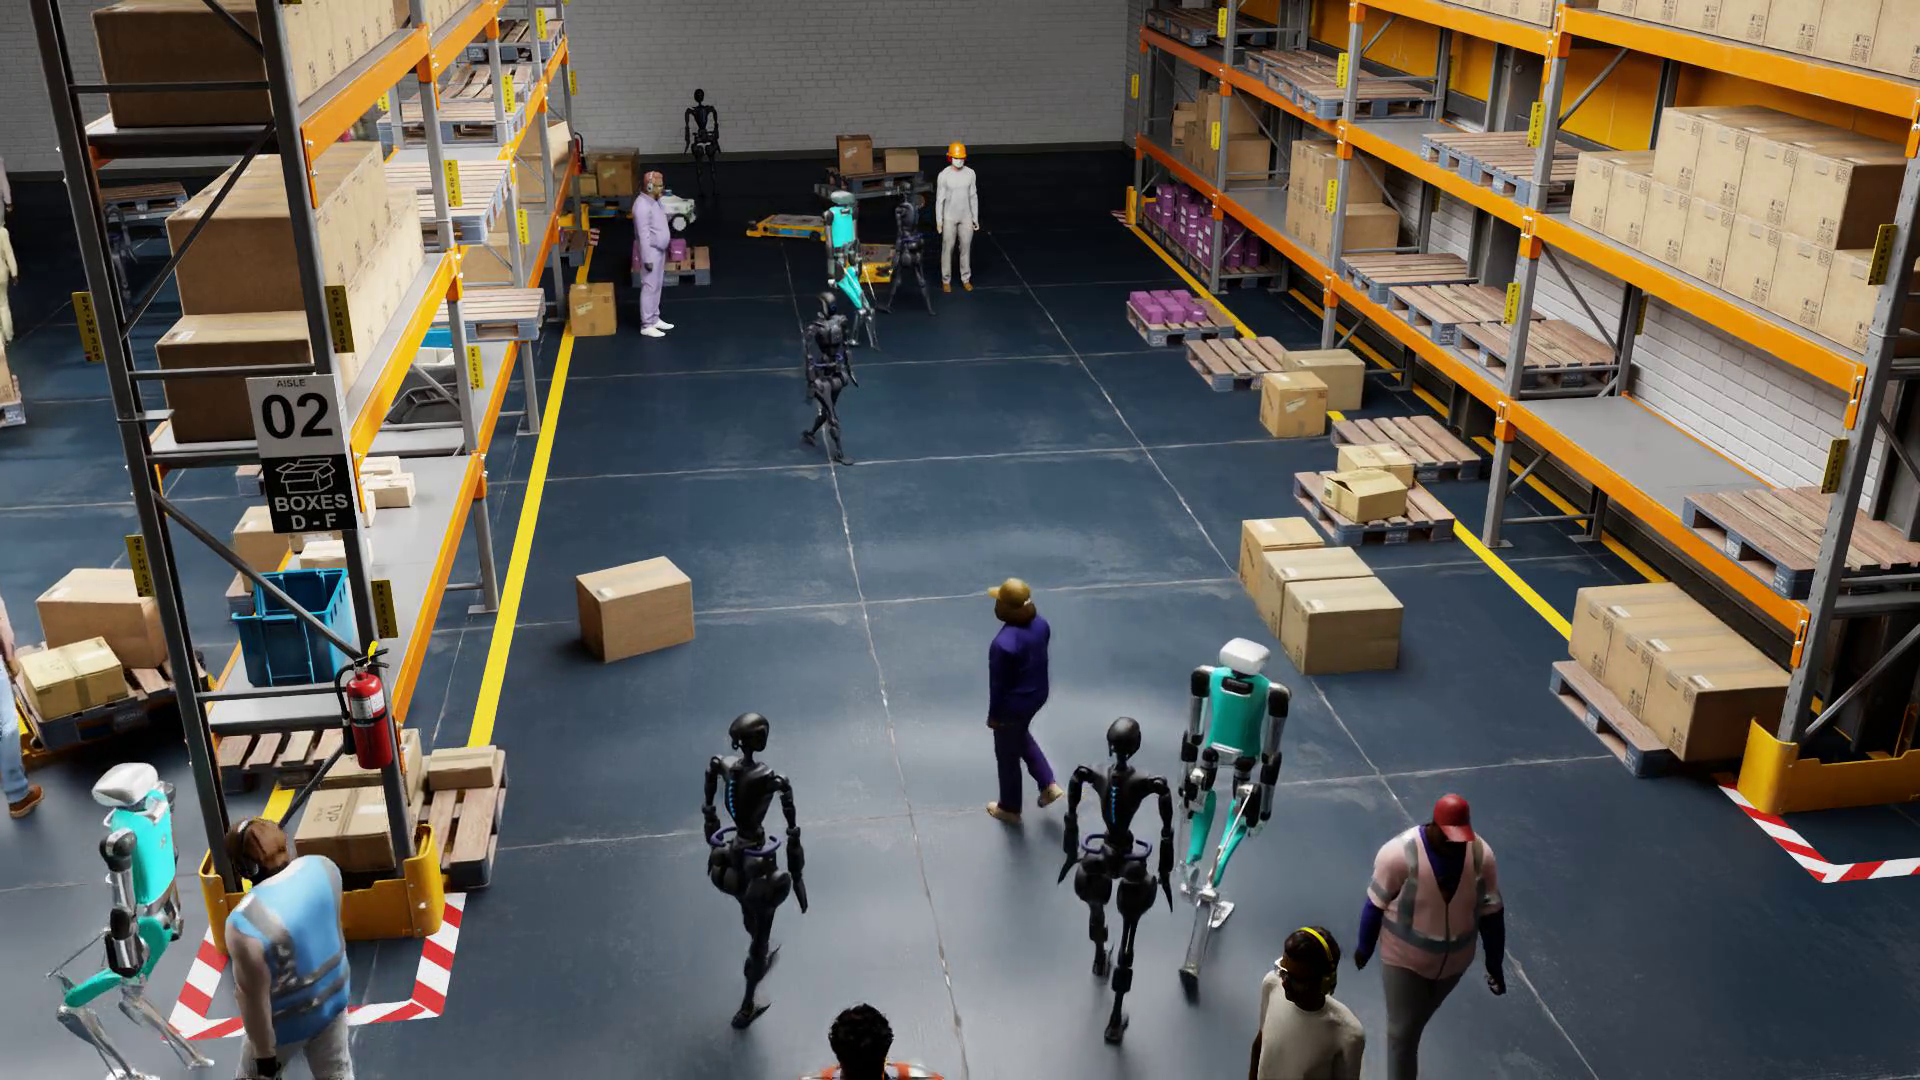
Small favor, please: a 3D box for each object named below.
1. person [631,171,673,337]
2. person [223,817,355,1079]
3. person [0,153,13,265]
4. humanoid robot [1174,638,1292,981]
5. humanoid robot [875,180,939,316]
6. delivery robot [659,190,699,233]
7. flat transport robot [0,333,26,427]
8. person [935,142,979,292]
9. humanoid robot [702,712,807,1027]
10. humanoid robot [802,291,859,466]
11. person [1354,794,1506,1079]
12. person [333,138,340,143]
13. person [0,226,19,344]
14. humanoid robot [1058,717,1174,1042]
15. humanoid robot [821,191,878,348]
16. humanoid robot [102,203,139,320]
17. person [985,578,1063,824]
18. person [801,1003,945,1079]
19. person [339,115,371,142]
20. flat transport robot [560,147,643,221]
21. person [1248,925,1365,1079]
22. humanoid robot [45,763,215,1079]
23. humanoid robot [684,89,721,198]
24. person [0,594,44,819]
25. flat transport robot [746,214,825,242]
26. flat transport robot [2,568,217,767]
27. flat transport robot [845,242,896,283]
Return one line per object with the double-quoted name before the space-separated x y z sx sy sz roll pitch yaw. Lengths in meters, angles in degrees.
"person" -3.527 -3.304 19.199 0.395 1.892 0.634 3 24 7
"person" -2.908 2.002 7.189 0.602 1.817 0.644 10 26 21
"person" -12.706 -4.414 21.690 0.631 1.917 0.760 -14 28 -30
"humanoid robot" 1.275 1.466 8.558 0.551 1.759 0.981 12 26 25
"humanoid robot" -0.642 -3.485 19.908 0.788 1.628 0.595 10 25 21
"delivery robot" -4.241 -4.805 24.257 0.765 0.586 0.499 5 24 11
"flat transport robot" -9.729 -1.070 16.116 0.659 0.231 1.431 -13 27 -27
"person" -0.037 -4.051 20.908 0.553 1.890 0.392 -8 25 -17
"humanoid robot" -1.006 1.589 8.328 0.611 1.632 0.646 12 26 26
"humanoid robot" -1.255 -1.550 15.545 0.822 1.638 0.612 20 31 38
"person" 2.143 1.928 7.476 0.602 1.715 0.853 -2 24 -5
"person" -9.933 -6.206 26.141 0.403 1.606 0.523 12 26 25
"person" -10.906 -2.986 18.682 0.615 1.722 0.588 22 32 40
"humanoid robot" 0.779 1.614 8.284 0.601 1.628 0.735 7 25 16
"humanoid robot" -1.155 -2.926 18.664 0.705 1.905 0.546 17 29 34
"humanoid robot" -10.162 -3.467 19.846 0.590 1.639 0.615 -13 27 -26
"person" 0.345 0.957 9.811 0.419 1.608 0.478 18 29 35
"person" -0.318 2.413 6.111 0.634 1.938 0.606 -2 24 -5
"person" -9.213 -5.928 25.248 0.659 1.827 0.633 4 24 8
"flat transport robot" -5.388 -4.987 25.039 1.431 0.231 0.659 -1 24 -2
"person" 1.290 2.289 6.470 0.328 1.873 0.517 -19 30 -36
"humanoid robot" -3.936 1.836 7.689 0.789 1.787 0.531 0 24 0
"humanoid robot" -4.043 -6.233 26.108 0.599 1.657 0.315 -12 26 -25
"person" -5.922 0.744 9.861 0.623 1.978 0.403 -7 25 -15
"flat transport robot" -2.281 -4.477 23.877 1.431 0.231 0.659 6 24 14
"flat transport robot" -5.723 1.128 11.108 1.431 0.231 0.659 -17 29 -34
"flat transport robot" -1.193 -3.679 22.060 0.659 0.231 1.431 1 24 2
